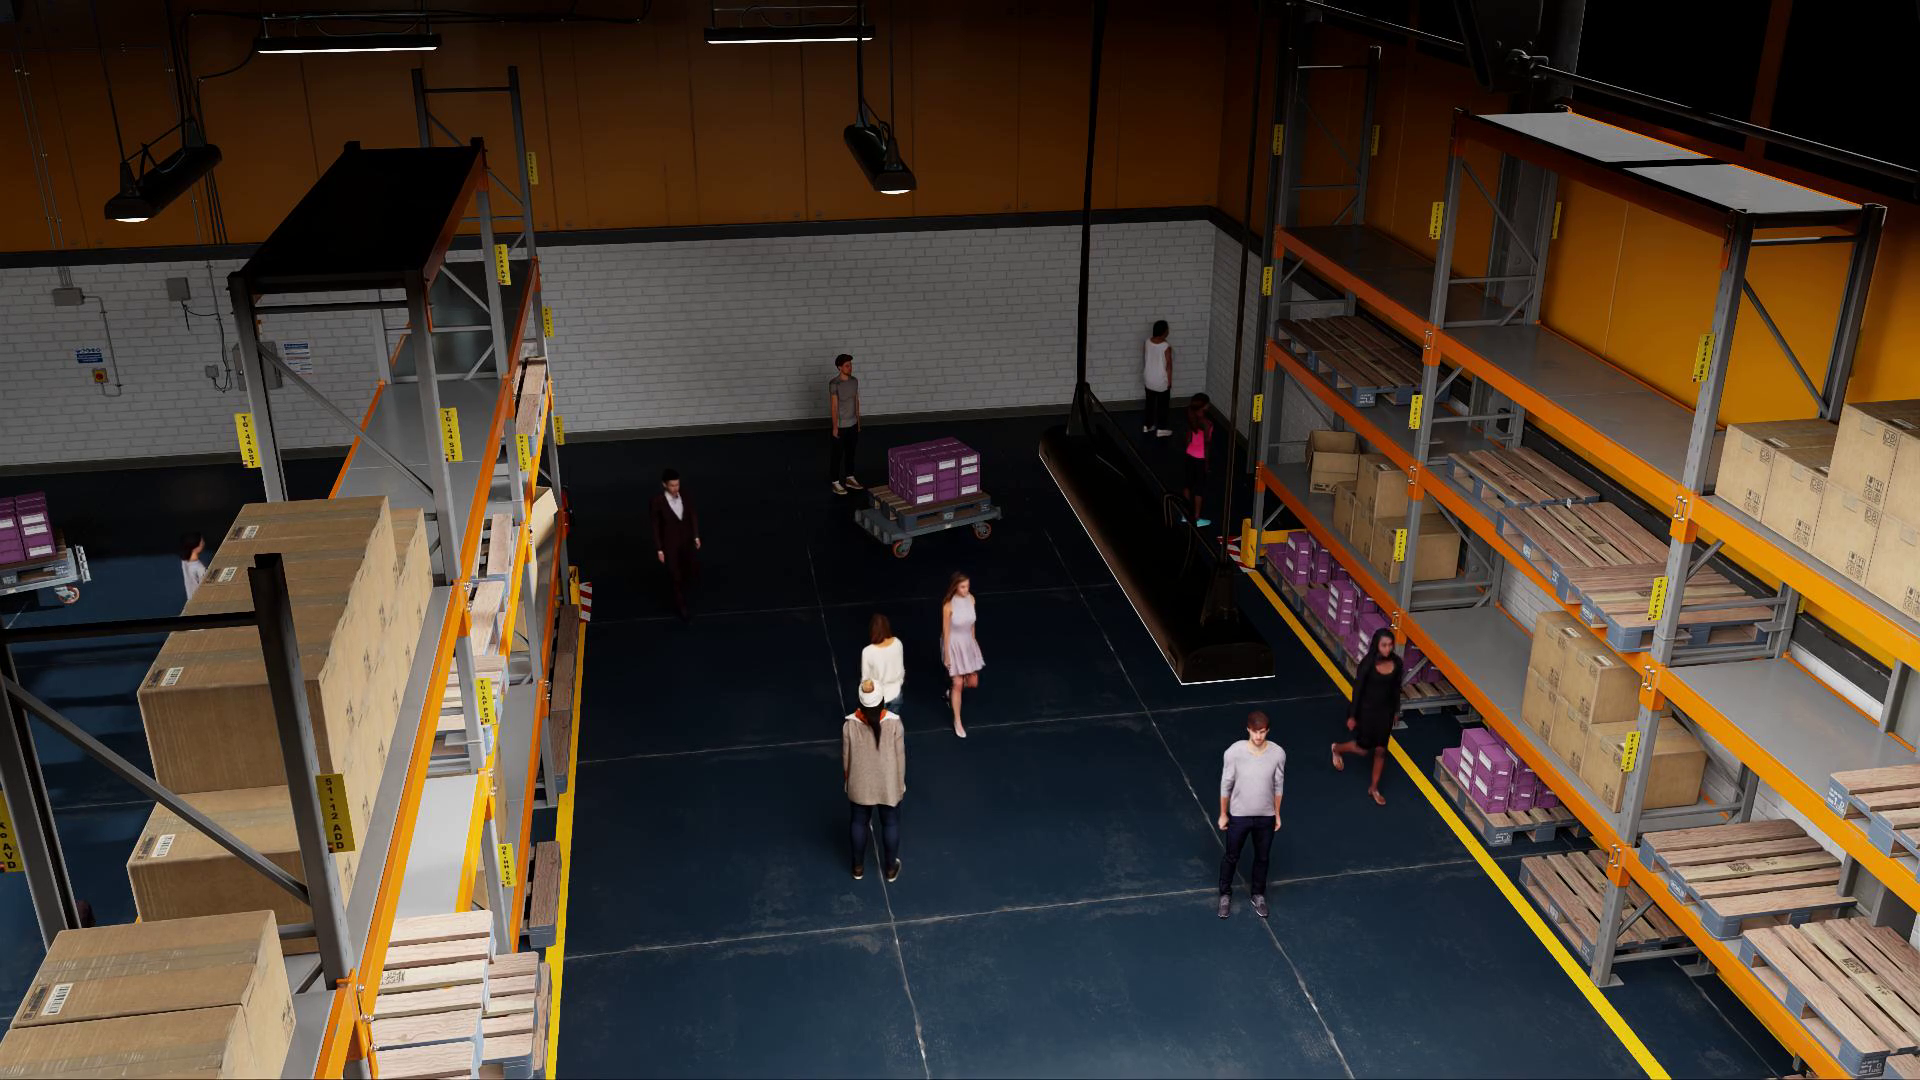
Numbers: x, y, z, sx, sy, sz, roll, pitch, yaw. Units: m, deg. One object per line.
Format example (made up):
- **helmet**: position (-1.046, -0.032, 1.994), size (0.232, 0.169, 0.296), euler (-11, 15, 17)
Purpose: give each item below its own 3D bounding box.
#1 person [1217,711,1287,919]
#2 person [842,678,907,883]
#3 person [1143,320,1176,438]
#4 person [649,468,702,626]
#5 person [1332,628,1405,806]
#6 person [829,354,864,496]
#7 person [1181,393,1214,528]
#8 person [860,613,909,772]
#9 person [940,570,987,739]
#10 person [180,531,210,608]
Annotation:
- **person**: position (2.342, 2.188, 13.383), size (0.693, 1.843, 0.581), euler (-1, 24, -2)
- **person**: position (-0.717, 1.971, 13.823), size (0.764, 1.889, 0.767), euler (2, 24, 5)
- **person**: position (2.864, -2.348, 23.955), size (0.820, 1.687, 0.716), euler (-19, 30, -36)
- **person**: position (-3.150, 0.012, 18.360), size (0.903, 1.843, 1.001), euler (-17, 29, -33)
- **person**: position (3.698, 1.538, 15.047), size (0.740, 1.702, 0.951), euler (-10, 25, -21)
- **person**: position (-1.527, -1.542, 21.852), size (0.716, 1.895, 0.736), euler (-21, 31, -39)
- **person**: position (2.967, -1.021, 20.873), size (0.688, 1.725, 0.581), euler (-13, 27, -27)
- **person**: position (-0.662, 1.454, 15.275), size (0.782, 1.674, 0.875), euler (-14, 27, -30)
- **person**: position (-0.066, 1.063, 16.061), size (0.724, 1.759, 0.858), euler (-13, 27, -28)
- **person**: position (-7.705, 0.774, 16.750), size (1.041, 1.738, 1.071), euler (17, 29, 34)
